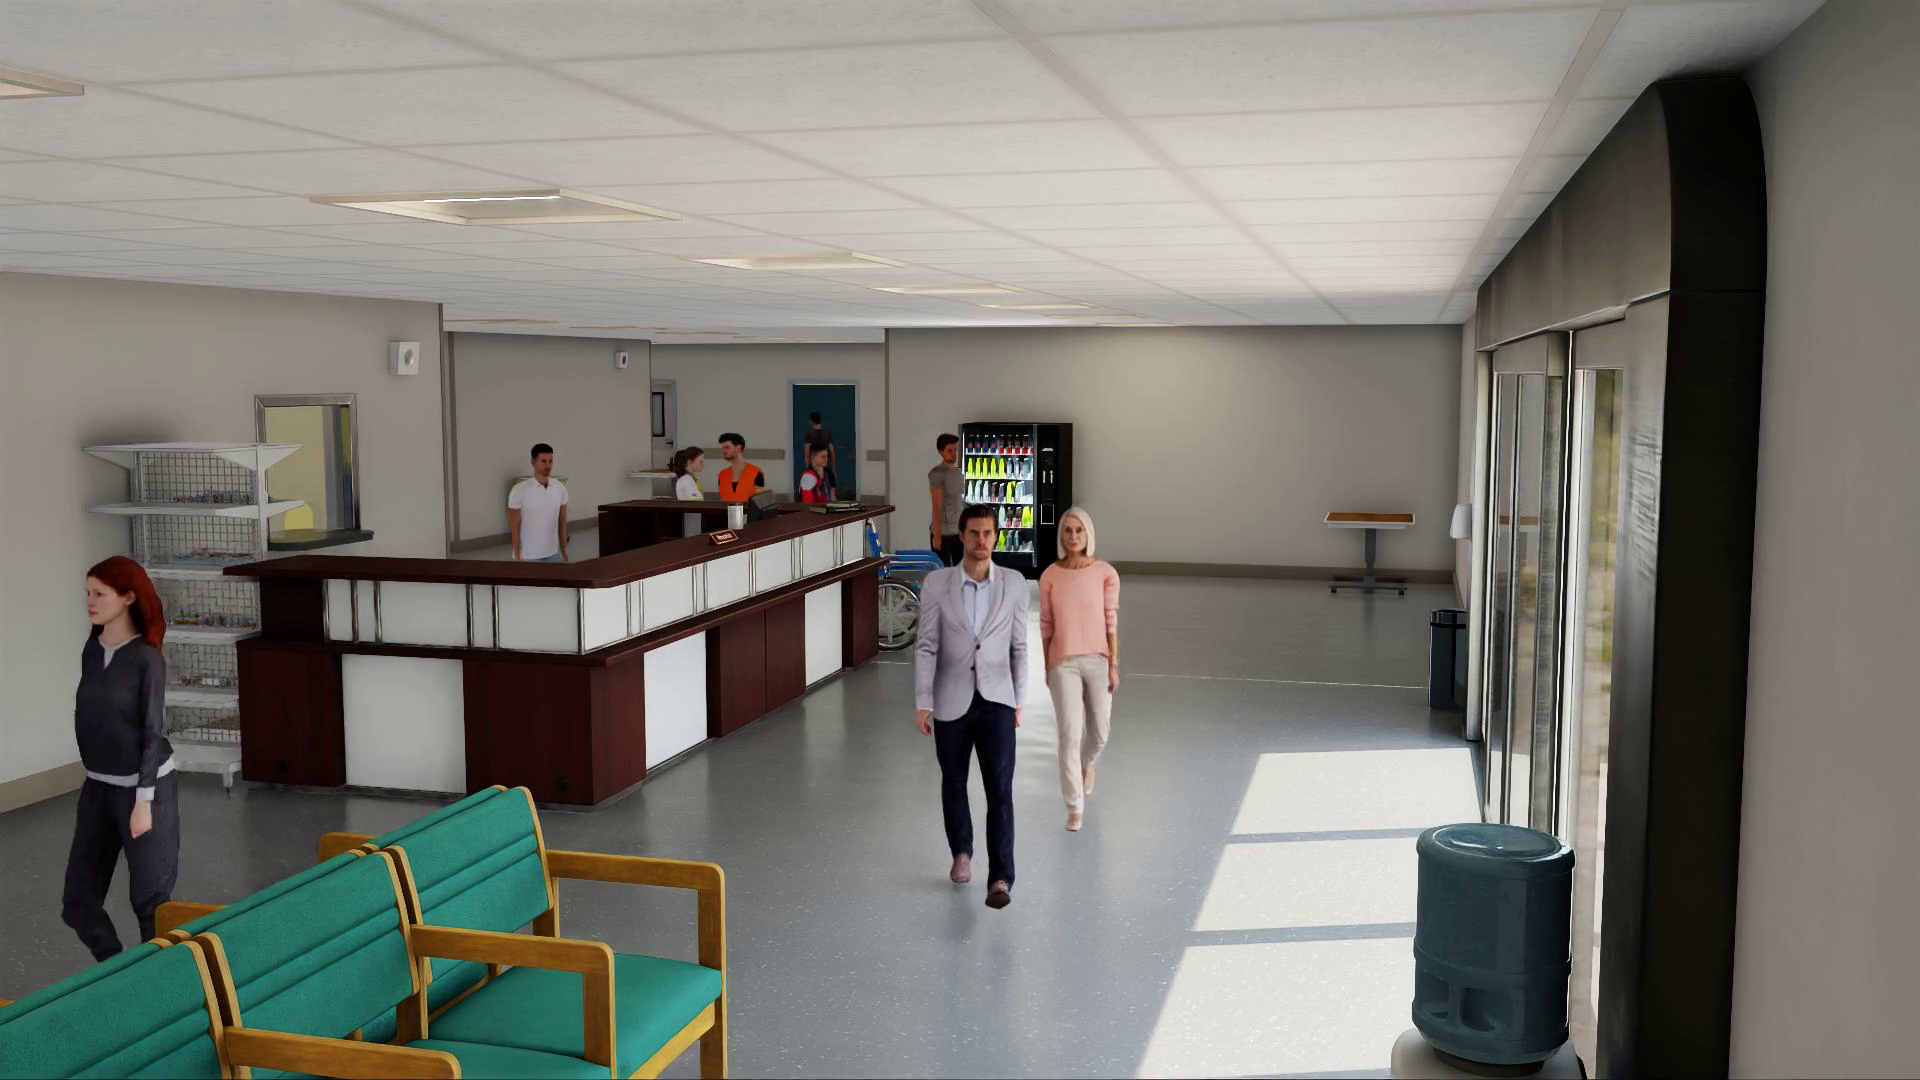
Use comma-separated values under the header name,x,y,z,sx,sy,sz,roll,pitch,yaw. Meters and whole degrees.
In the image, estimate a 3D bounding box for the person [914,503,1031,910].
name,x,y,z,sx,sy,sz,roll,pitch,yaw
person,0.049,0.760,7.752,1.184,1.803,0.943,0,6,0

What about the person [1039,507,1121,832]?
name,x,y,z,sx,sy,sz,roll,pitch,yaw
person,0.665,0.677,9.057,0.975,1.707,0.786,0,6,4

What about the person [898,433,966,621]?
name,x,y,z,sx,sy,sz,roll,pitch,yaw
person,-0.200,-0.058,15.636,1.171,1.853,0.876,3,6,25

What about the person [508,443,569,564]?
name,x,y,z,sx,sy,sz,roll,pitch,yaw
person,-3.524,0.121,13.977,1.042,1.828,1.077,-4,7,-35

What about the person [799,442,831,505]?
name,x,y,z,sx,sy,sz,roll,pitch,yaw
person,-1.531,-0.093,16.662,1.123,1.716,0.740,1,6,8

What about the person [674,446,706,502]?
name,x,y,z,sx,sy,sz,roll,pitch,yaw
person,-2.658,0.002,15.758,1.096,1.708,0.940,-2,6,-21

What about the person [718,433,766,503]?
name,x,y,z,sx,sy,sz,roll,pitch,yaw
person,-1.994,-0.058,15.668,1.078,1.847,0.724,1,6,12

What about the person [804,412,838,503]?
name,x,y,z,sx,sy,sz,roll,pitch,yaw
person,-2.126,-1.043,25.600,1.033,1.818,1.079,-2,6,-20

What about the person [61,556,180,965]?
name,x,y,z,sx,sy,sz,roll,pitch,yaw
person,-3.004,0.937,6.158,0.573,1.769,0.712,3,6,26
